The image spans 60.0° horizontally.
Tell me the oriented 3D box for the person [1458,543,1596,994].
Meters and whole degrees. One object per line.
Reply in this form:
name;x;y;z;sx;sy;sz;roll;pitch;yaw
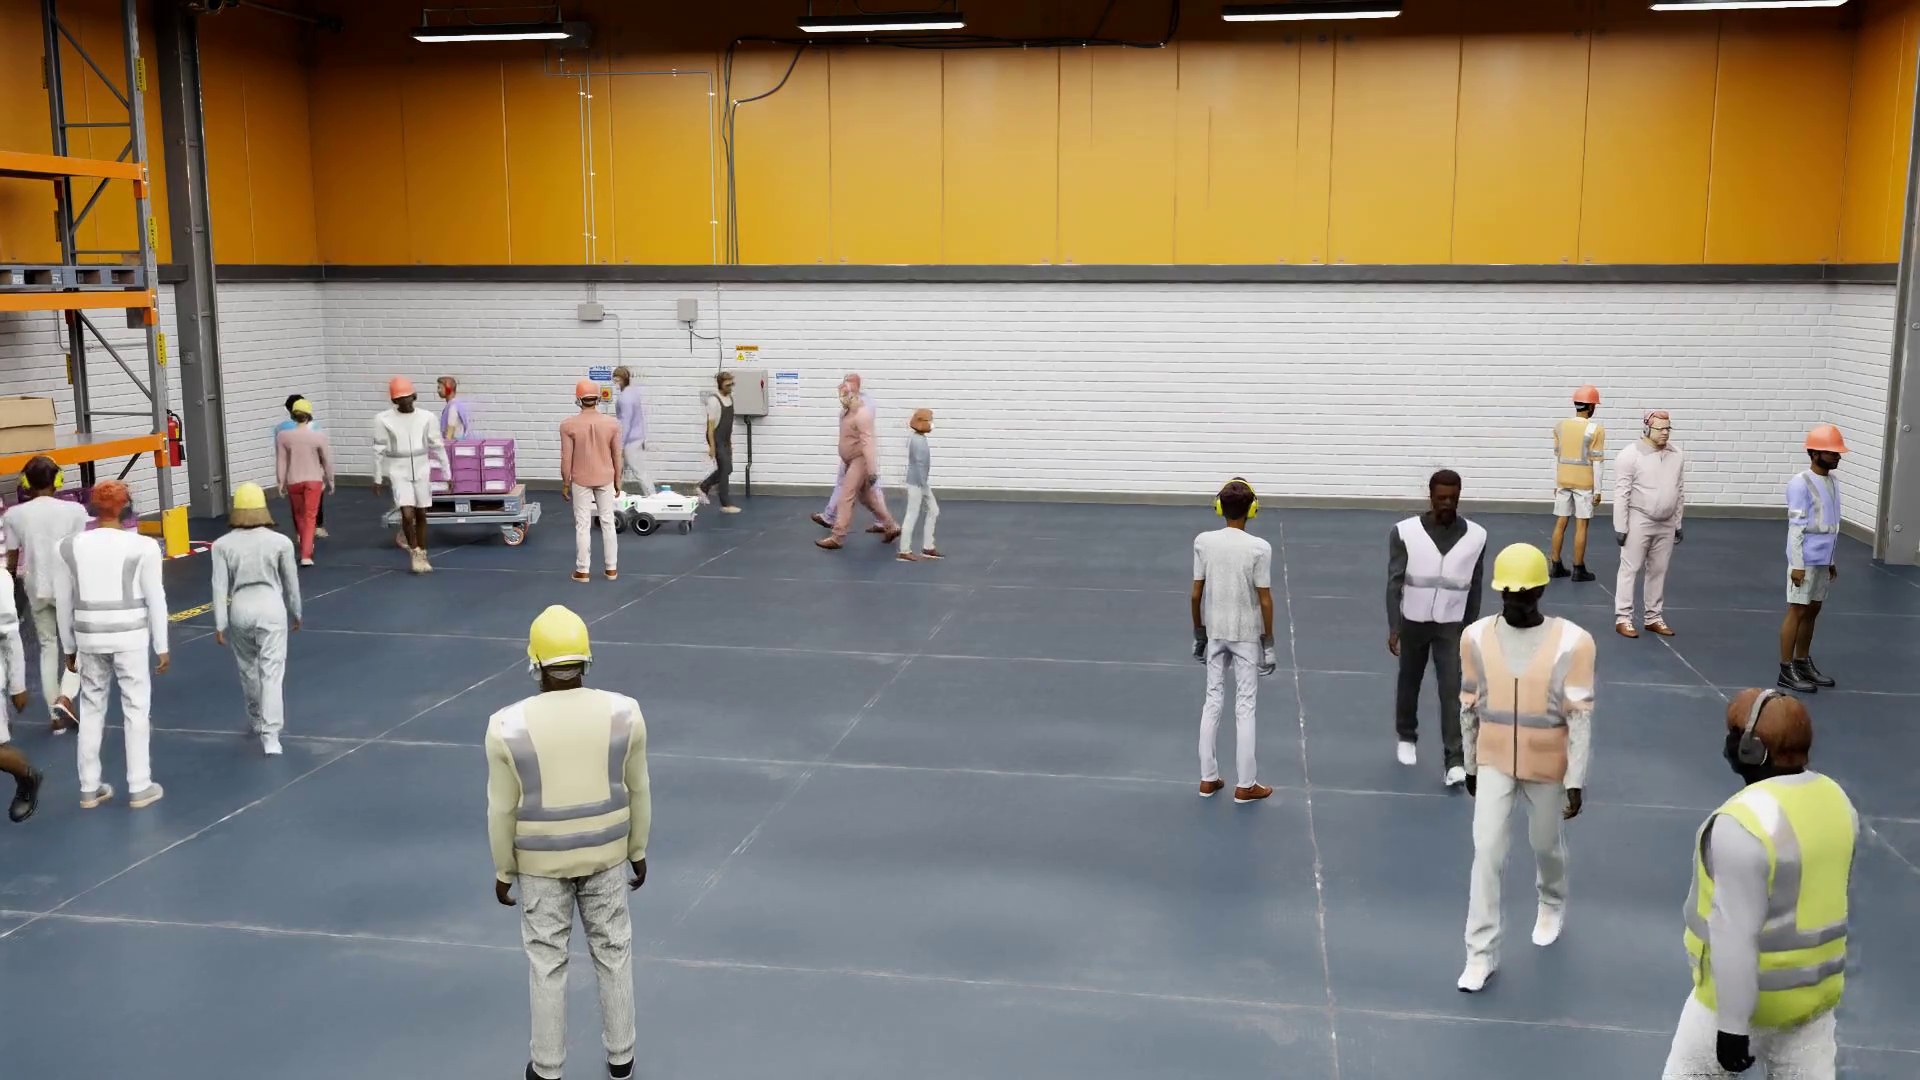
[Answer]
person;2.455;0.934;7.249;0.592;1.890;0.952;5;11;30

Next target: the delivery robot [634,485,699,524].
delivery robot;-3.398;-0.389;19.288;0.707;0.478;0.477;0;9;0

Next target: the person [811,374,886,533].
person;-1.263;-1.005;19.411;1.035;1.841;0.703;5;10;28

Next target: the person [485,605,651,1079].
person;-1.430;1.143;6.112;0.588;1.837;0.404;-4;10;-24

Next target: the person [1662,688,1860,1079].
person;2.346;1.325;5.081;0.650;1.796;0.936;-6;11;-31

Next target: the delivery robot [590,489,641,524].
delivery robot;-4.096;-0.428;19.532;0.707;0.478;0.477;4;10;26

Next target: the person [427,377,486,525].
person;-6.065;-1.056;19.935;0.960;1.791;0.569;-4;10;-23

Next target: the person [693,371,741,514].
person;-3.065;-1.223;20.861;0.655;1.813;0.568;3;10;20

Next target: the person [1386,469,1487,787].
person;2.838;0.512;9.933;0.609;1.868;1.018;0;9;3

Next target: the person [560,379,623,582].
person;-3.614;-0.584;16.325;0.612;1.997;0.375;-5;10;-27

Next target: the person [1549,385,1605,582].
person;6.086;-0.555;16.360;0.382;1.933;0.542;-7;11;-37

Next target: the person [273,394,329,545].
person;-7.354;-0.790;18.612;0.558;1.661;0.620;-1;9;-4

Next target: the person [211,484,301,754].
person;-4.495;0.484;10.654;0.500;1.690;0.943;-3;10;-18

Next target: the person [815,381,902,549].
person;-1.114;-0.828;18.283;0.949;1.861;0.690;-2;9;-12

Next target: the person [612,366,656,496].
person;-4.176;-1.200;20.525;1.008;1.874;0.666;-1;9;-3

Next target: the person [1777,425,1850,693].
person;6.209;0.131;12.077;0.545;1.938;0.362;-7;12;-37

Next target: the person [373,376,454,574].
person;-5.455;-0.641;16.629;0.766;2.008;0.635;-6;11;-31

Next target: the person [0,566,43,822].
person;-5.103;0.703;8.627;0.544;1.917;0.684;0;9;-1

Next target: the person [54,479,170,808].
person;-4.795;0.589;9.425;0.586;1.877;0.353;-1;9;-7

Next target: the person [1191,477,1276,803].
person;1.576;0.571;9.554;0.533;1.871;0.320;6;11;35

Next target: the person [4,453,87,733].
person;-5.943;0.362;10.896;0.542;1.853;0.433;-2;9;-14

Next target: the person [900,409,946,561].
person;-0.363;-0.570;17.429;0.617;1.609;0.525;0;9;2

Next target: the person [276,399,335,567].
person;-6.802;-0.606;17.322;0.544;1.711;0.919;-2;9;-10

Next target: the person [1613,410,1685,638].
person;5.740;-0.131;13.827;0.644;1.903;0.401;-3;10;-16
